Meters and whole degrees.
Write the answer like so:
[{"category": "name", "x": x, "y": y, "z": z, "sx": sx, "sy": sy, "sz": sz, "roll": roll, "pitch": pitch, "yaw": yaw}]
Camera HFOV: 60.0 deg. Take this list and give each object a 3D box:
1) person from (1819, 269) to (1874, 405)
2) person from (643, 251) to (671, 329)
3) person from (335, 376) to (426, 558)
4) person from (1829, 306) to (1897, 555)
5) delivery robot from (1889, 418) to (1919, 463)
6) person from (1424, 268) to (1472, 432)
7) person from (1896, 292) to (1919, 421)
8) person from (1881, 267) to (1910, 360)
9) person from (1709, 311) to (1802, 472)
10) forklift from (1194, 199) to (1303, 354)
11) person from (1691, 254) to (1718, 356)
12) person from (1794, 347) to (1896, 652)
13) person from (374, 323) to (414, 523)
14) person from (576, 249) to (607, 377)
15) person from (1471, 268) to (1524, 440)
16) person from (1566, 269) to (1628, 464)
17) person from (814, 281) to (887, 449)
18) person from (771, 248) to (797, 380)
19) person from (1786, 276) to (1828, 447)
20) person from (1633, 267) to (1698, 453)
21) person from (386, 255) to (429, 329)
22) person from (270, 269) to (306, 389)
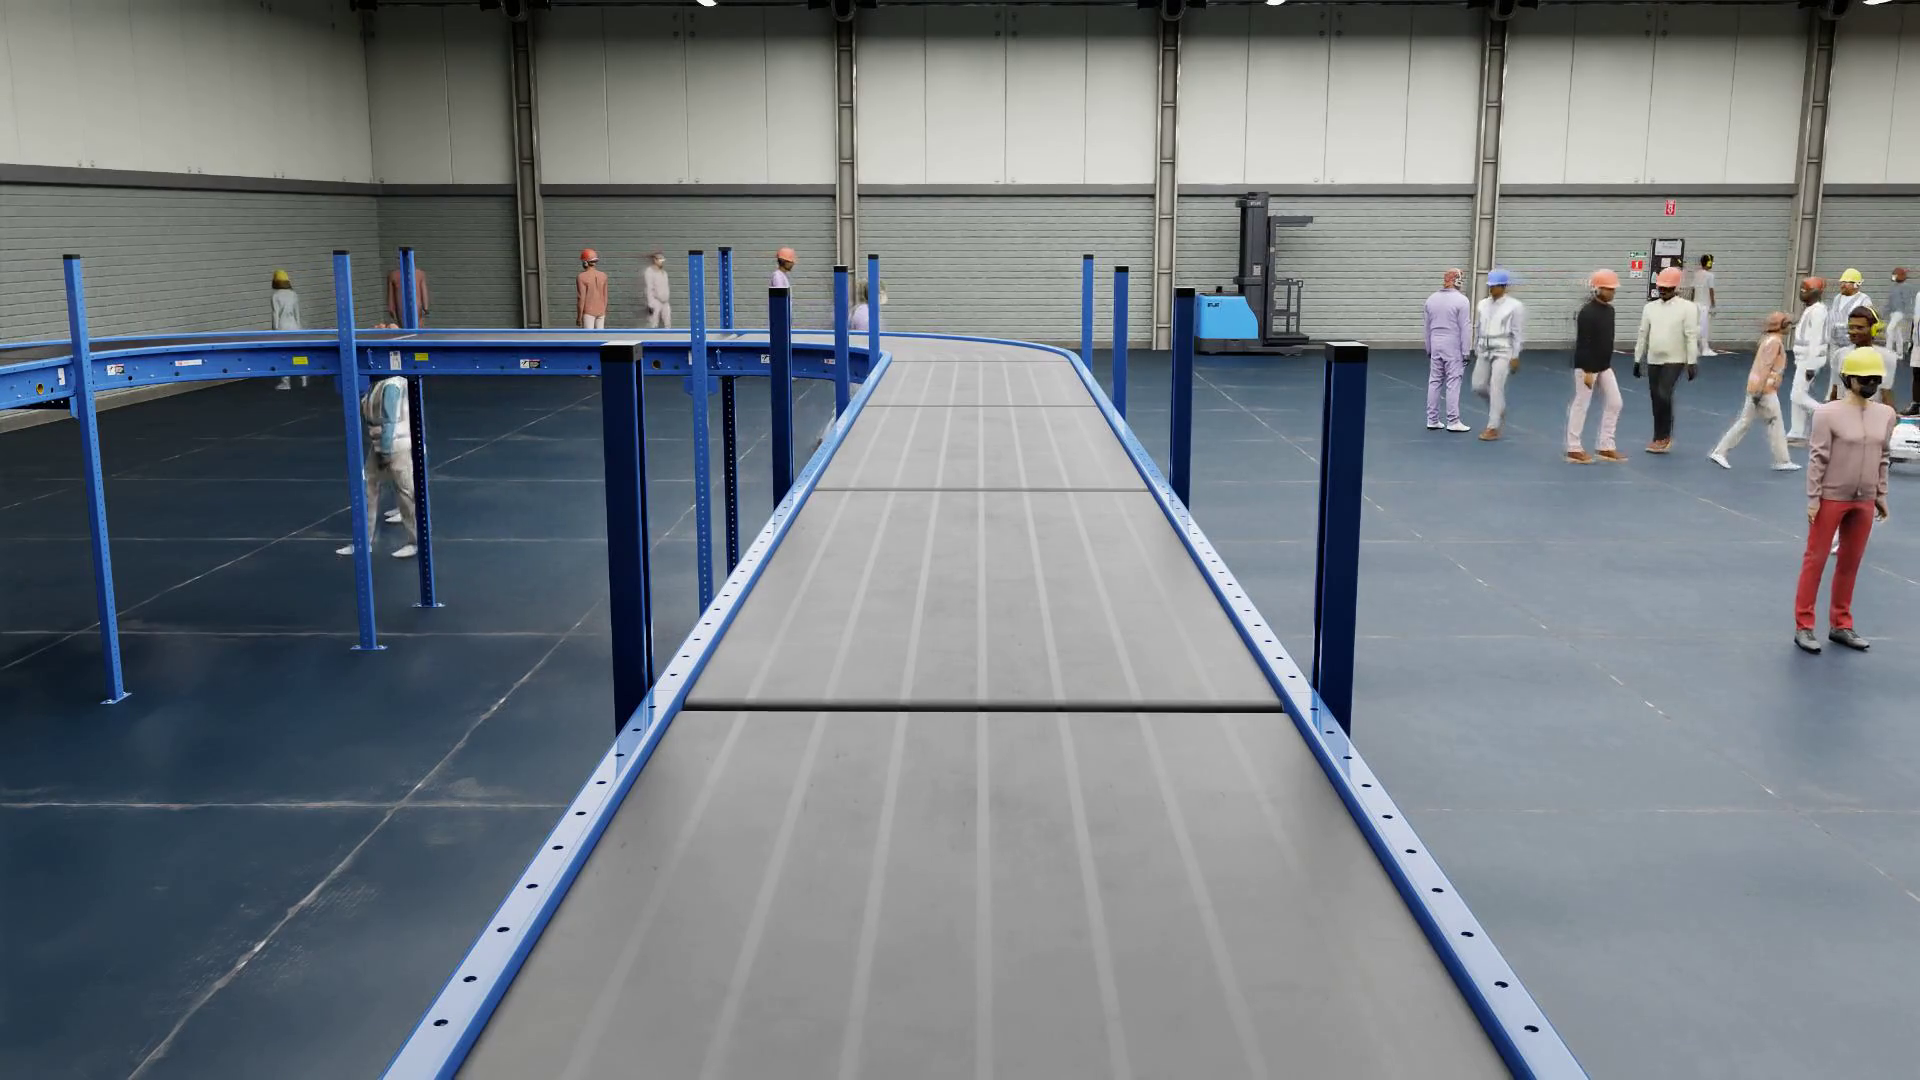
[{"category": "person", "x": 11.499, "y": -2.599, "z": 21.611, "sx": 0.404, "sy": 1.835, "sz": 0.586, "roll": -4, "pitch": 12, "yaw": -18}, {"category": "person", "x": -5.534, "y": -4.299, "z": 30.225, "sx": 0.795, "sy": 1.885, "sz": 0.652, "roll": 6, "pitch": 12, "yaw": 27}, {"category": "person", "x": -4.272, "y": -0.645, "z": 12.123, "sx": 0.724, "sy": 1.607, "sz": 0.551, "roll": -8, "pitch": 13, "yaw": -35}, {"category": "person", "x": 6.651, "y": -0.806, "z": 12.354, "sx": 0.382, "sy": 1.855, "sz": 0.530, "roll": -8, "pitch": 13, "yaw": -34}, {"category": "delivery robot", "x": 9.287, "y": -0.961, "z": 16.360, "sx": 0.707, "sy": 0.478, "sz": 0.477, "roll": 8, "pitch": 14, "yaw": 37}, {"category": "person", "x": 5.762, "y": -2.235, "z": 19.571, "sx": 0.410, "sy": 1.905, "sz": 0.640, "roll": -7, "pitch": 13, "yaw": -33}, {"category": "person", "x": 11.974, "y": -2.460, "z": 20.556, "sx": 0.368, "sy": 1.966, "sz": 0.603, "roll": -3, "pitch": 11, "yaw": -15}, {"category": "person", "x": 16.348, "y": -3.968, "z": 29.197, "sx": 0.644, "sy": 1.609, "sz": 0.532, "roll": 0, "pitch": 11, "yaw": 2}, {"category": "person", "x": 7.939, "y": -1.477, "z": 16.504, "sx": 0.826, "sy": 1.581, "sz": 0.551, "roll": 3, "pitch": 11, "yaw": 14}, {"category": "forklift", "x": 5.313, "y": -4.851, "z": 30.603, "sx": 1.873, "sy": 2.768, "sz": 1.129, "roll": 0, "pitch": 11, "yaw": 1}, {"category": "person", "x": 13.376, "y": -4.241, "z": 30.045, "sx": 0.850, "sy": 1.847, "sz": 0.525, "roll": -2, "pitch": 11, "yaw": -9}, {"category": "person", "x": 5.152, "y": -0.235, "z": 9.642, "sx": 0.526, "sy": 1.768, "sz": 0.330, "roll": -2, "pitch": 11, "yaw": -10}, {"category": "person", "x": -4.662, "y": -0.967, "z": 13.731, "sx": 0.307, "sy": 1.639, "sz": 0.525, "roll": -4, "pitch": 12, "yaw": -19}, {"category": "person", "x": -5.814, "y": -3.585, "z": 26.260, "sx": 0.376, "sy": 1.997, "sz": 0.612, "roll": 7, "pitch": 13, "yaw": 32}, {"category": "person", "x": 6.105, "y": -2.112, "z": 18.872, "sx": 0.550, "sy": 1.933, "sz": 0.613, "roll": -8, "pitch": 14, "yaw": -37}, {"category": "person", "x": 6.509, "y": -1.737, "z": 16.820, "sx": 0.662, "sy": 1.968, "sz": 0.734, "roll": -9, "pitch": 14, "yaw": -38}, {"category": "person", "x": -1.018, "y": -1.743, "z": 17.108, "sx": 1.009, "sy": 1.896, "sz": 0.630, "roll": 3, "pitch": 11, "yaw": 14}, {"category": "person", "x": -2.761, "y": -3.471, "z": 25.620, "sx": 0.550, "sy": 2.016, "sz": 0.691, "roll": 0, "pitch": 11, "yaw": 1}, {"category": "person", "x": 9.297, "y": -1.932, "z": 18.115, "sx": 0.570, "sy": 1.864, "sz": 0.619, "roll": 4, "pitch": 12, "yaw": 21}, {"category": "person", "x": 7.425, "y": -1.892, "z": 17.625, "sx": 0.566, "sy": 1.966, "sz": 0.658, "roll": -7, "pitch": 13, "yaw": -33}, {"category": "person", "x": -9.572, "y": -4.029, "z": 28.807, "sx": 0.680, "sy": 1.885, "sz": 0.617, "roll": -4, "pitch": 12, "yaw": -22}, {"category": "person", "x": -9.884, "y": -3.084, "z": 24.352, "sx": 0.301, "sy": 1.746, "sz": 0.486, "roll": 5, "pitch": 12, "yaw": 26}]
